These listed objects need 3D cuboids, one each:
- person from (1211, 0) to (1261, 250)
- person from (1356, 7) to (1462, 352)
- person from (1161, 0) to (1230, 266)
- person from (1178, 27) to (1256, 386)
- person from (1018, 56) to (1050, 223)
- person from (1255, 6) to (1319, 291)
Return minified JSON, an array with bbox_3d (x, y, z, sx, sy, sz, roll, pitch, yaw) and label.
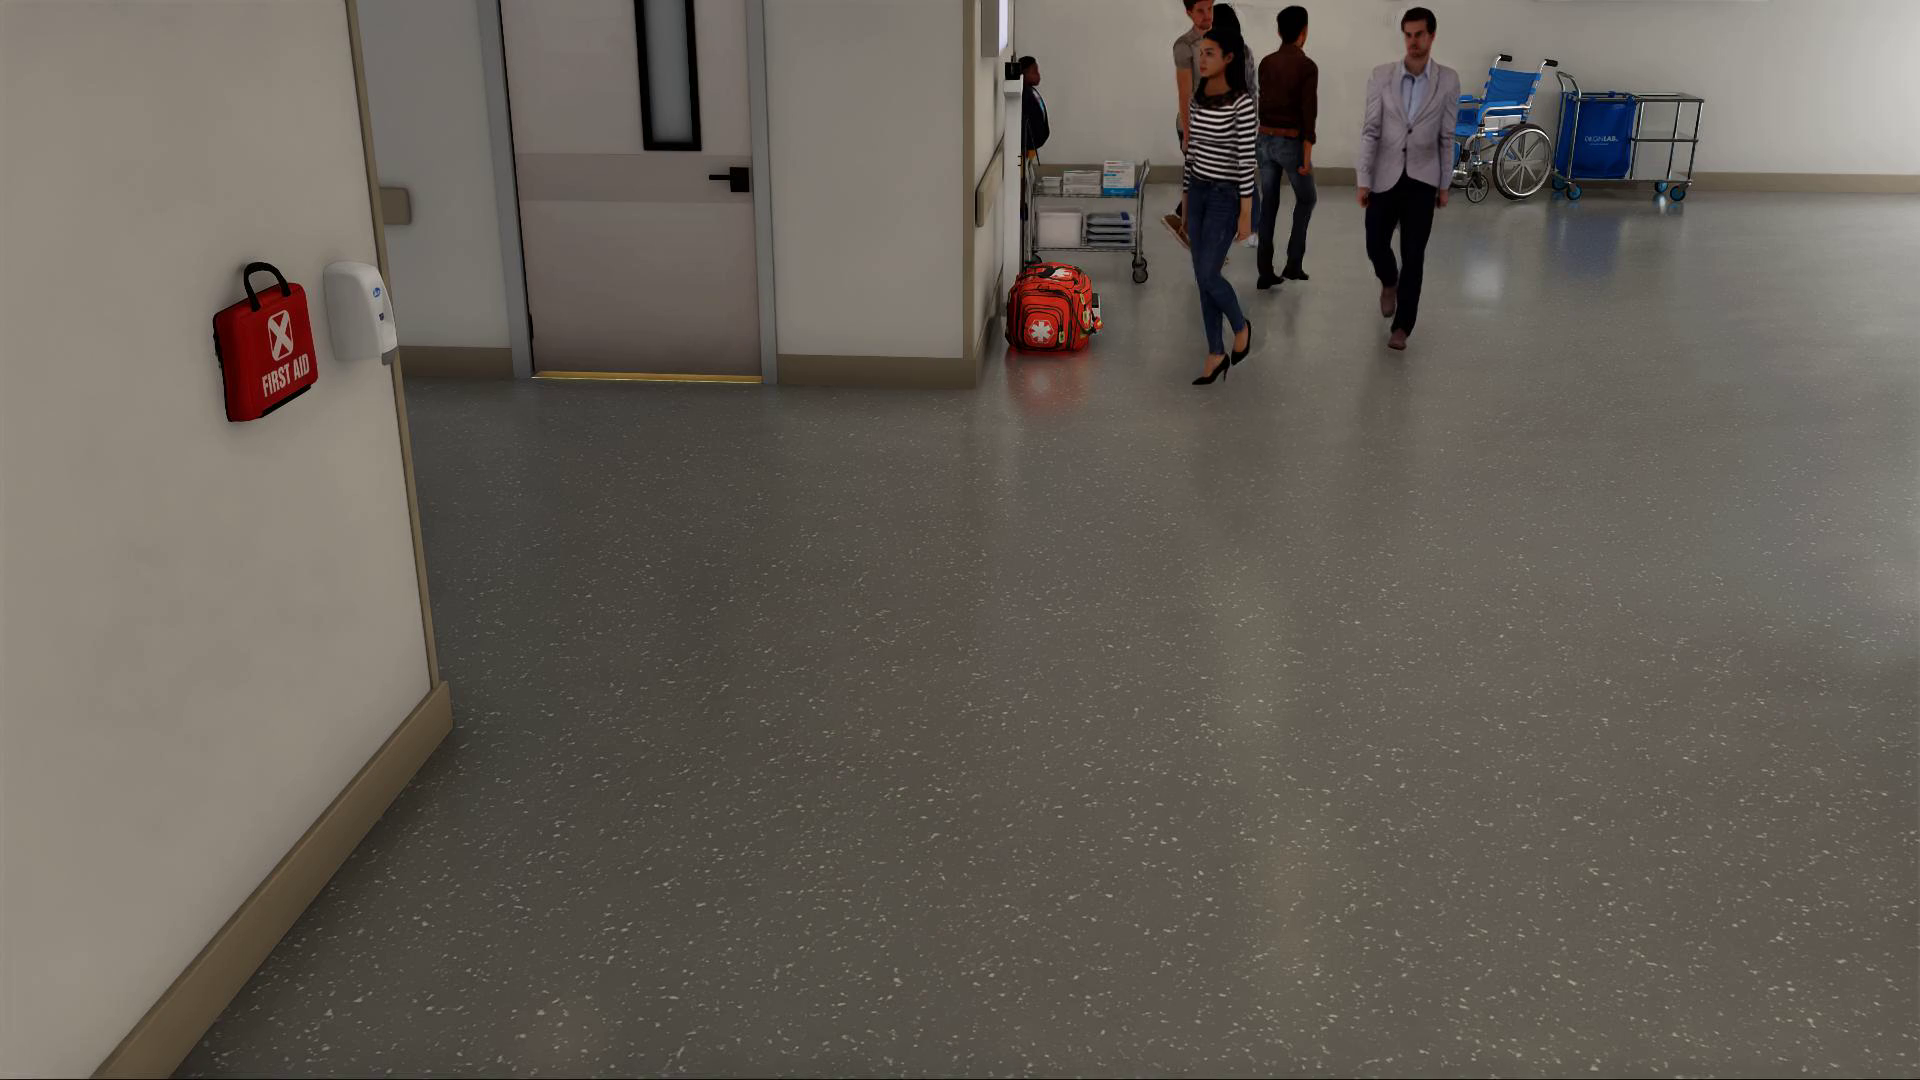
[{"bbox_3d":[1.931,-2.869,11.780,1.007,1.675,1.298,-5,21,-14],"label":"person"},{"bbox_3d":[2.489,-2.021,9.341,0.856,1.816,1.202,7,22,17],"label":"person"},{"bbox_3d":[1.581,-2.804,11.349,1.006,1.858,0.959,17,27,38],"label":"person"},{"bbox_3d":[1.360,-1.653,8.399,0.843,1.779,0.785,-14,25,-32],"label":"person"},{"bbox_3d":[0.509,-3.180,13.171,0.587,1.271,0.480,4,21,10],"label":"person"},{"bbox_3d":[2.004,-2.473,10.621,0.790,1.754,0.831,19,28,41],"label":"person"}]
